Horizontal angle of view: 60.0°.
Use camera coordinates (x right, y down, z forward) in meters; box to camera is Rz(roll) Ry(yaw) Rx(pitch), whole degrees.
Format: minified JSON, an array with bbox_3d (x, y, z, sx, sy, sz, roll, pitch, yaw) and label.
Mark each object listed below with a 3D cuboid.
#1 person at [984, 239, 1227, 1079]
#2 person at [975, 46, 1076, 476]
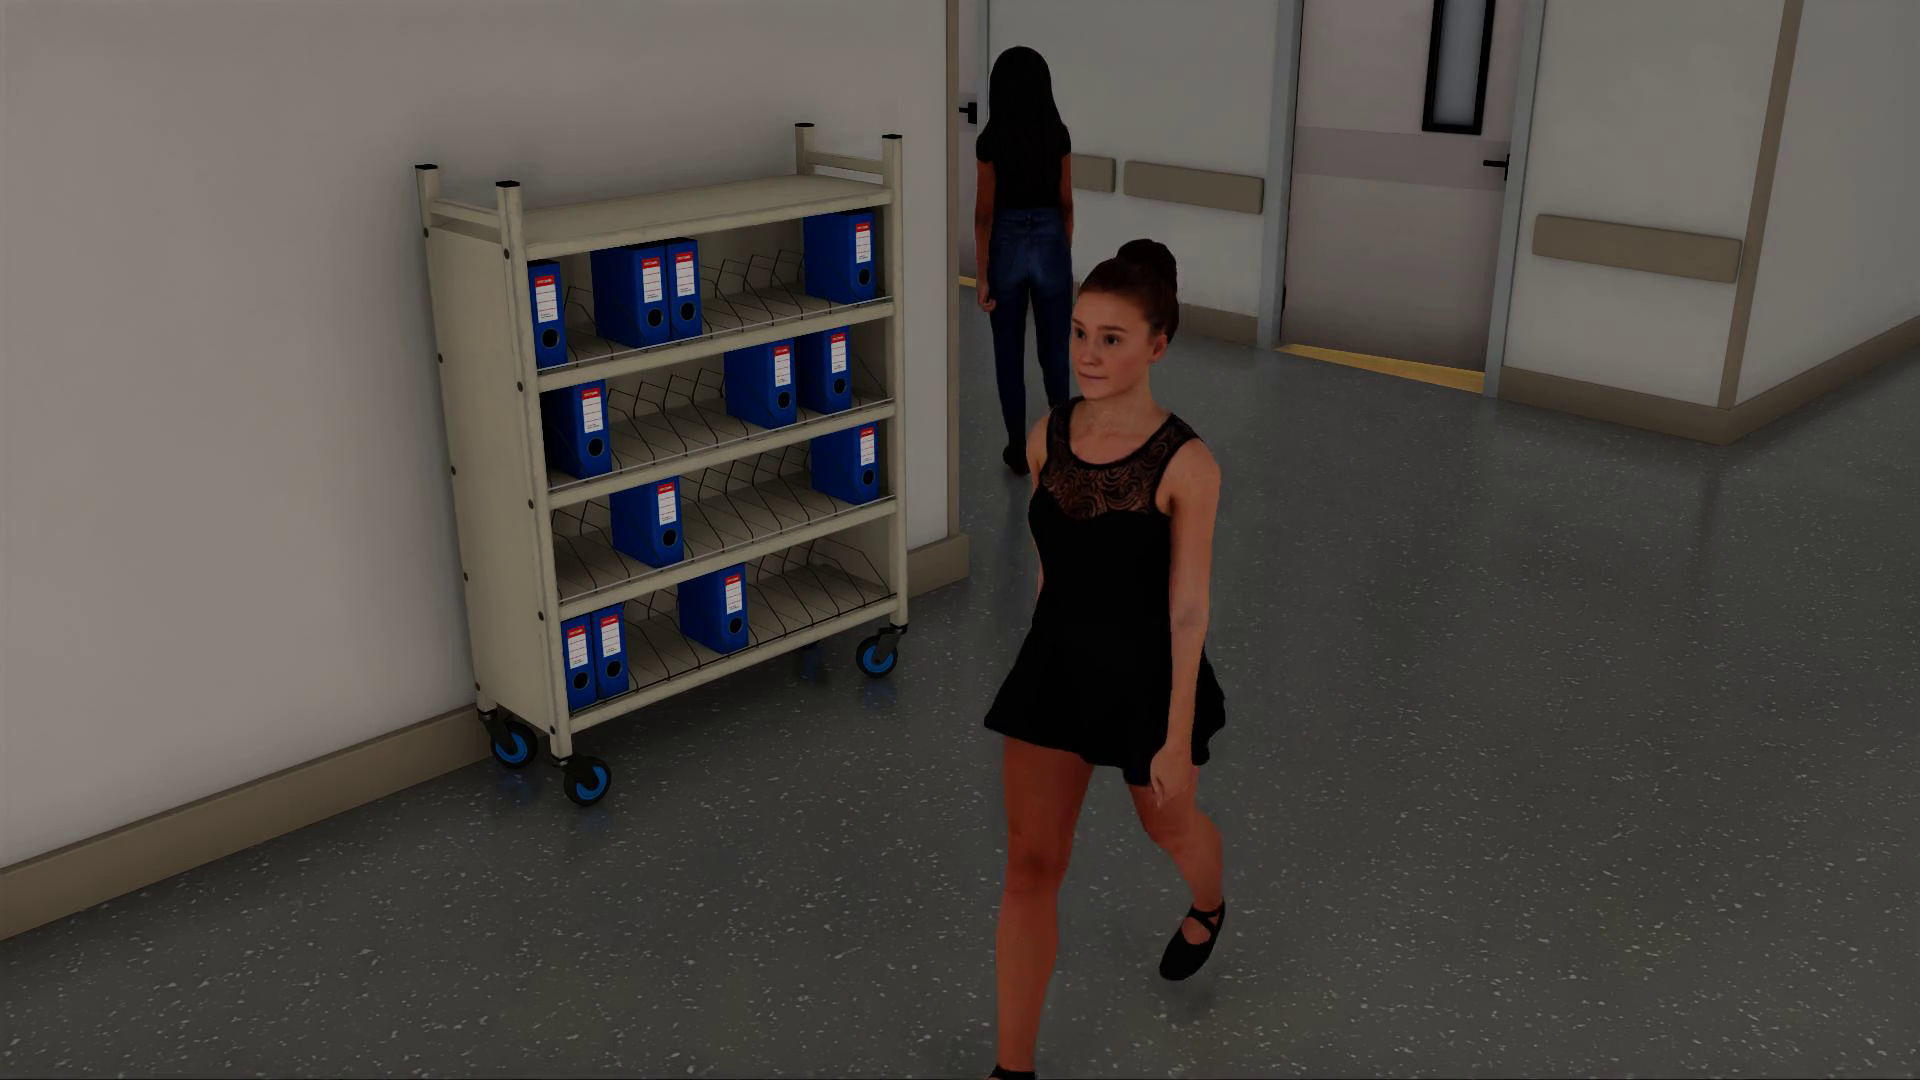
[{"bbox_3d":[0.348,0.274,3.221,0.686,1.634,1.154,15,26,35],"label":"person"},{"bbox_3d":[0.291,-1.030,6.539,0.992,1.723,0.972,-4,21,-10],"label":"person"}]
